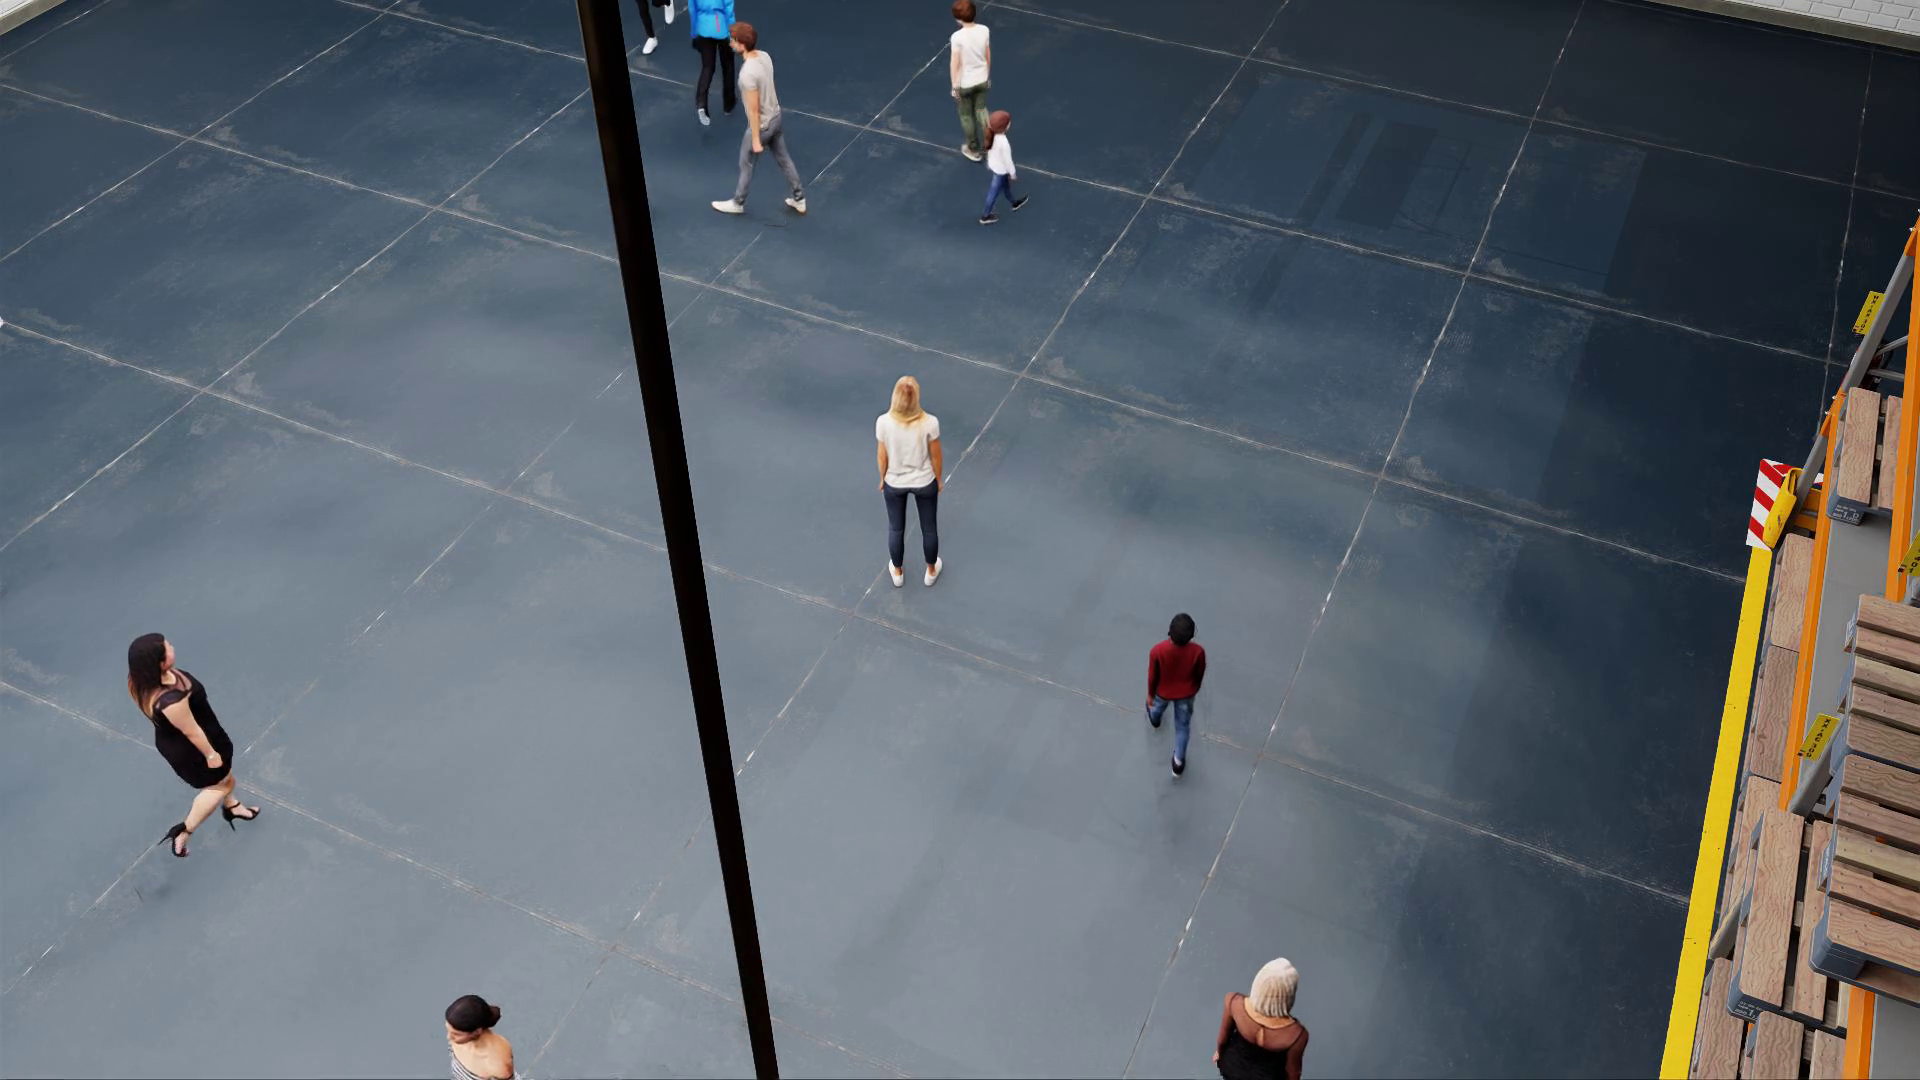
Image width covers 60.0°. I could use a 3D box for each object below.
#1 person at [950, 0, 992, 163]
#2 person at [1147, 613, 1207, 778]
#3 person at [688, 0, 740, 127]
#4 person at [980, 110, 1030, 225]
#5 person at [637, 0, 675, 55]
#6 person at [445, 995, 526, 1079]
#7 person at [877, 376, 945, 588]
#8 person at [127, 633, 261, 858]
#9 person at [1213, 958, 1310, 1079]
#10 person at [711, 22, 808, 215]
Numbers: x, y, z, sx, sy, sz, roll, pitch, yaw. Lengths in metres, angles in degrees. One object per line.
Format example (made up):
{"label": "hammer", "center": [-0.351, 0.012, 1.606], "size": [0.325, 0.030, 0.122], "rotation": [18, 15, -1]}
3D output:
{"label": "person", "center": [0.135, -4.212, 15.491], "size": [0.888, 1.634, 0.901], "rotation": [-18, 47, -18]}
{"label": "person", "center": [1.351, 0.965, 10.351], "size": [0.702, 1.229, 0.917], "rotation": [2, 44, 2]}
{"label": "person", "center": [-2.391, -4.835, 16.040], "size": [0.755, 1.778, 1.050], "rotation": [9, 44, 9]}
{"label": "person", "center": [0.301, -3.352, 14.982], "size": [0.795, 1.090, 0.720], "rotation": [-17, 46, -17]}
{"label": "person", "center": [-3.245, -5.978, 17.277], "size": [0.687, 1.727, 0.977], "rotation": [10, 45, 10]}
{"label": "person", "center": [-2.148, 2.698, 8.112], "size": [0.699, 1.807, 0.713], "rotation": [32, 52, 29]}
{"label": "person", "center": [-0.336, -0.383, 11.344], "size": [0.659, 1.809, 0.640], "rotation": [0, 44, 0]}
{"label": "person", "center": [-4.556, 1.241, 9.718], "size": [0.796, 1.701, 0.935], "rotation": [32, 52, 29]}
{"label": "person", "center": [1.416, 2.675, 8.190], "size": [0.660, 1.733, 0.889], "rotation": [23, 48, 22]}
{"label": "person", "center": [-1.691, -3.675, 14.769], "size": [0.987, 1.851, 1.106], "rotation": [15, 46, 15]}
